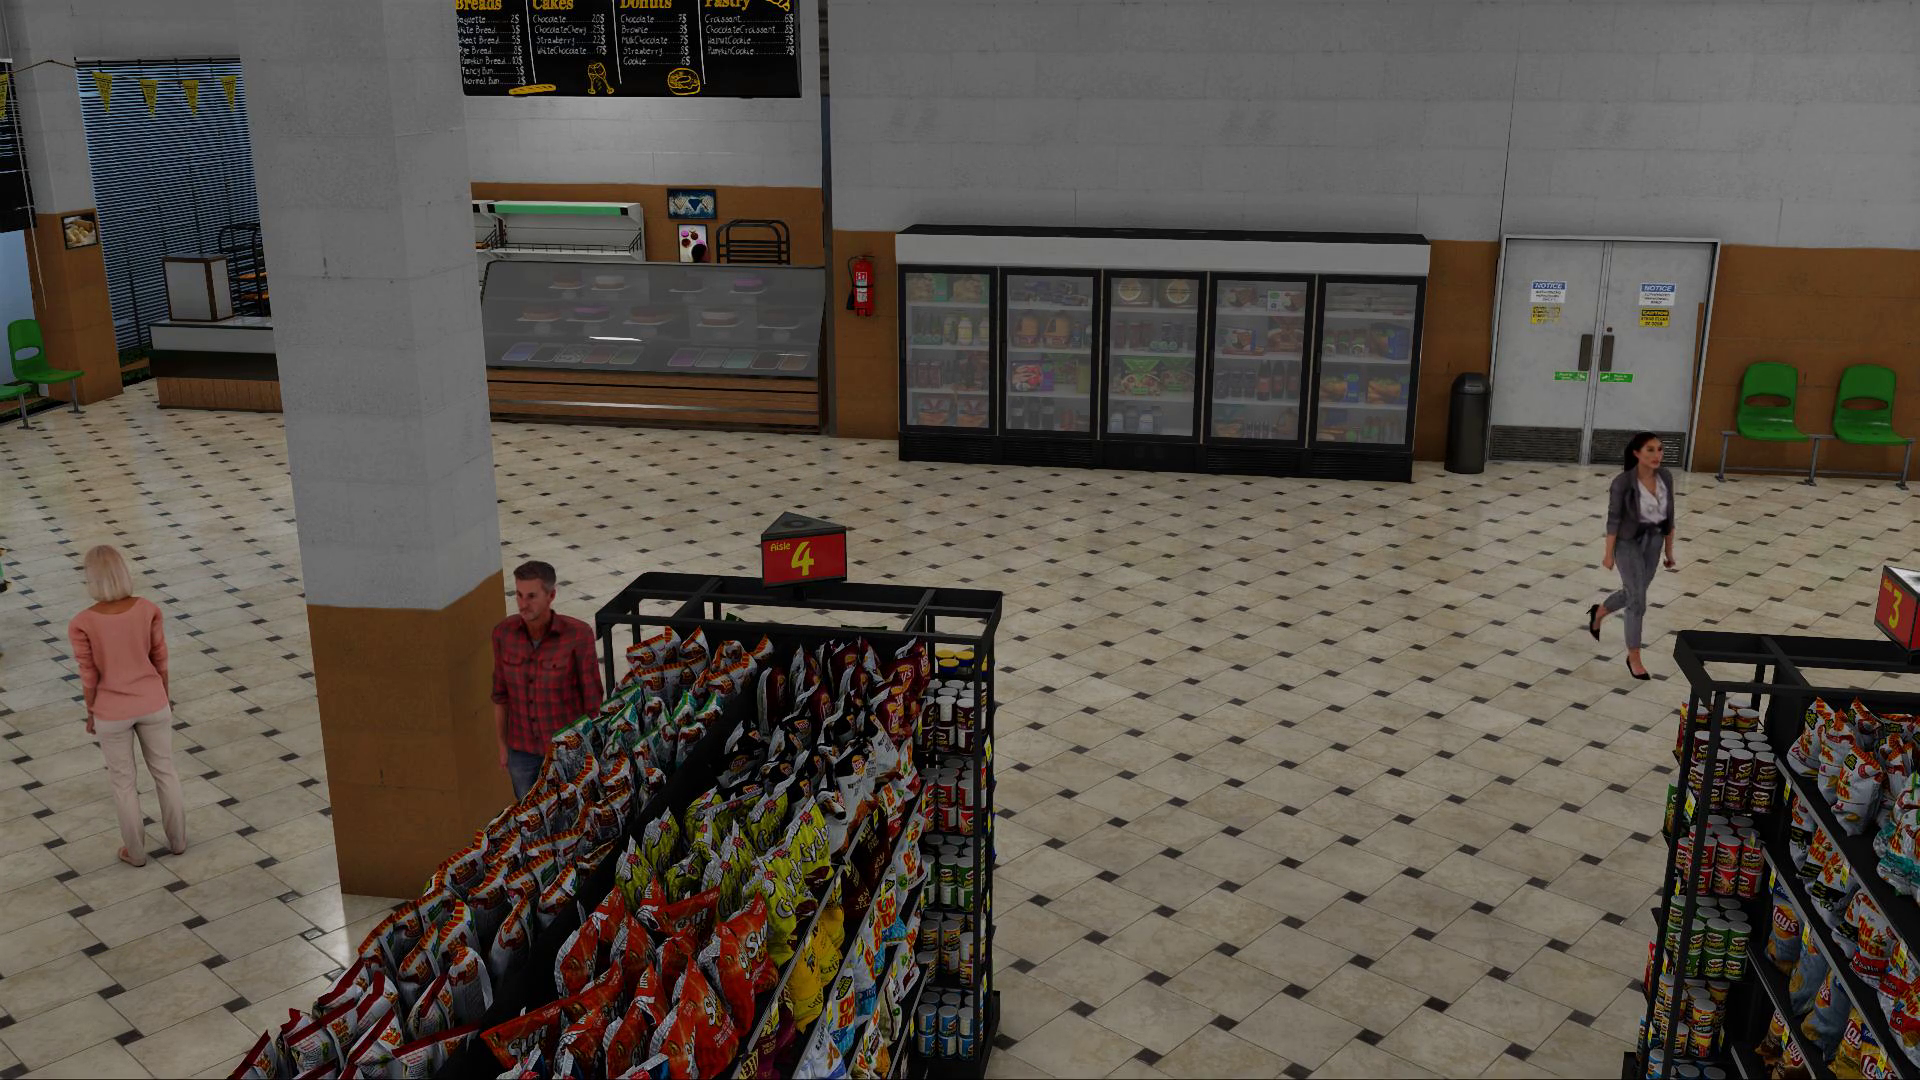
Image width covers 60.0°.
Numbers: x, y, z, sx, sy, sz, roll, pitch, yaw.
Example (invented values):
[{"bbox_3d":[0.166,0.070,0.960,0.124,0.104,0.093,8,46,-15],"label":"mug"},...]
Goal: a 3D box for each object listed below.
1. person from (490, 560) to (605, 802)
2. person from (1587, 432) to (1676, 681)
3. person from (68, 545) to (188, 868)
[{"bbox_3d":[-1.984,0.962,8.044,0.698,1.829,0.545,2,17,7],"label":"person"},{"bbox_3d":[4.548,0.075,11.279,0.927,1.647,1.143,-5,18,-17],"label":"person"},{"bbox_3d":[-4.291,0.850,8.593,0.657,1.724,0.740,-14,22,-39],"label":"person"}]
